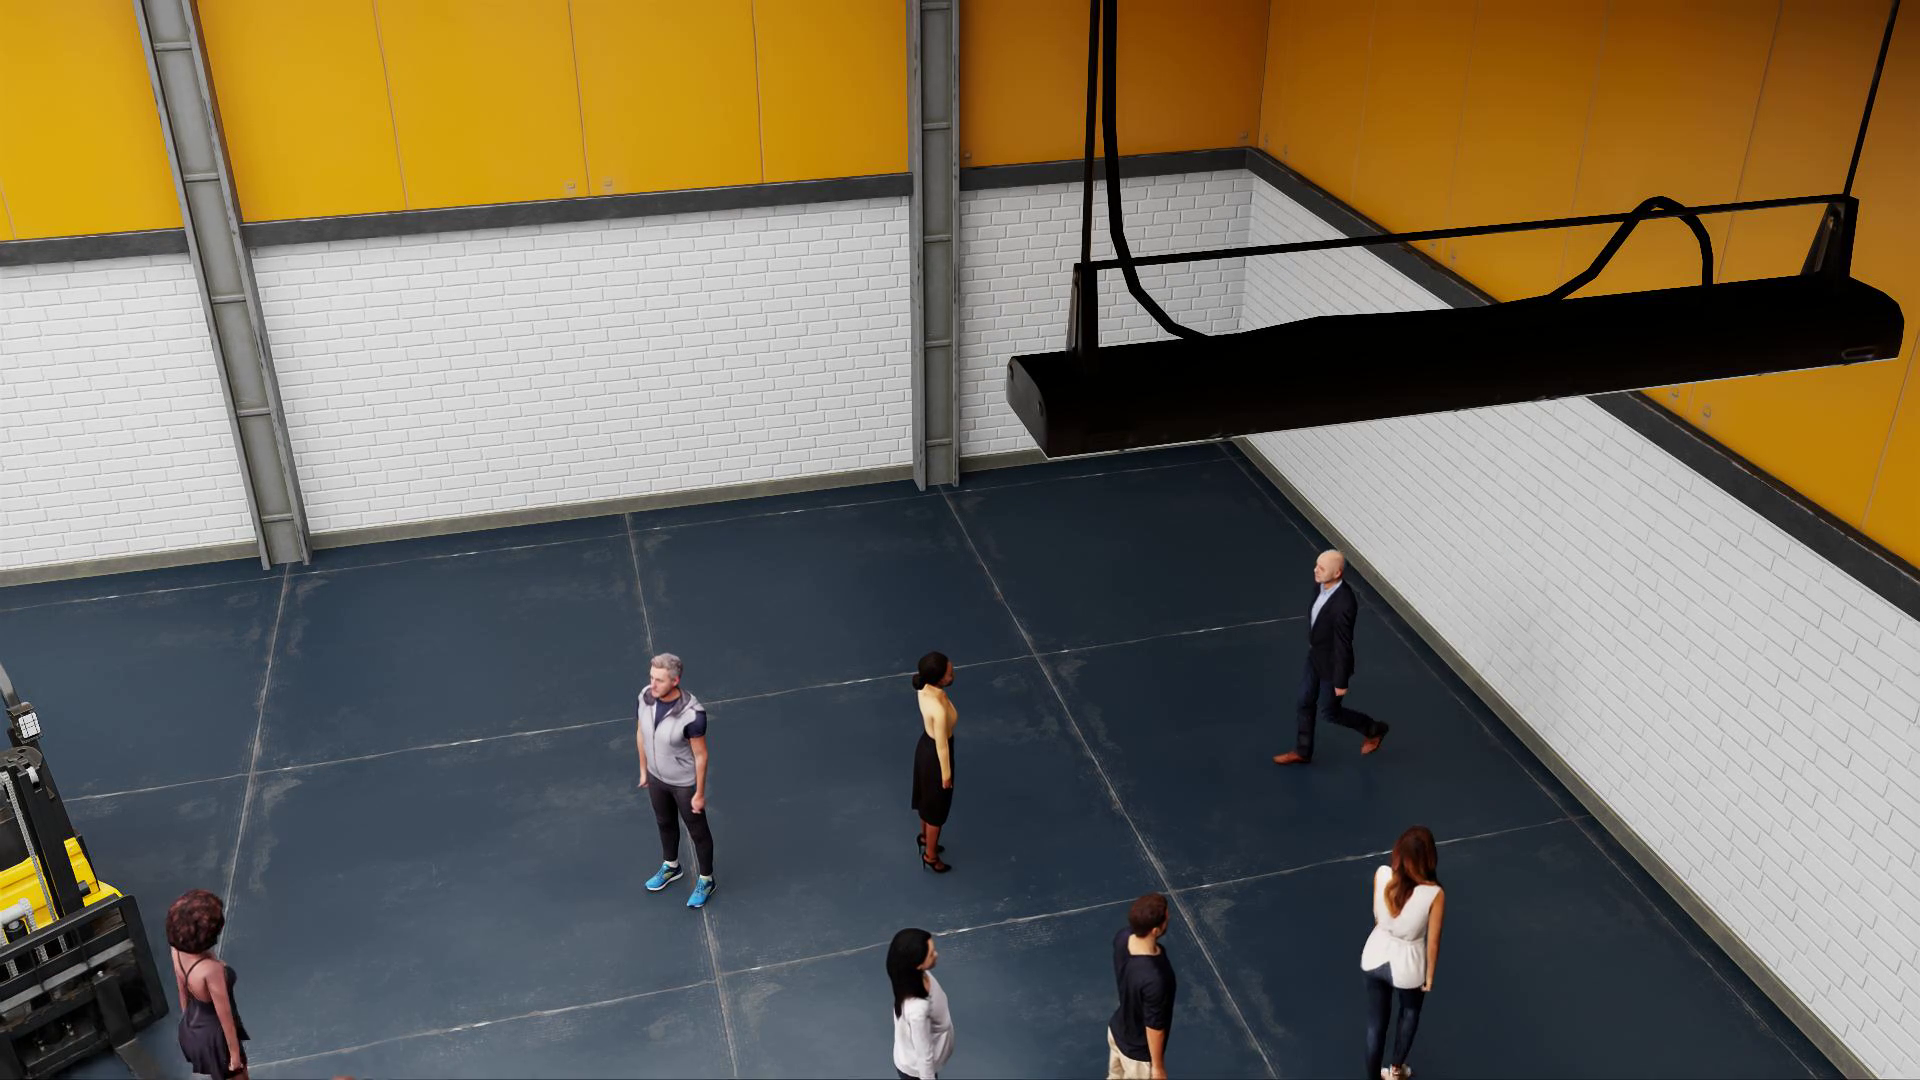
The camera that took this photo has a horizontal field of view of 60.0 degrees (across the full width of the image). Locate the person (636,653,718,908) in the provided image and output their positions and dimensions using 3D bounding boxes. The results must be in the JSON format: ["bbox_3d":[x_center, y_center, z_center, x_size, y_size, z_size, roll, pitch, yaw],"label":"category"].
[{"bbox_3d":[-1.802,1.497,10.580,0.757,1.830,0.818,15,32,26],"label":"person"}]

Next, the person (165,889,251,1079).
[{"bbox_3d":[-3.926,2.627,8.576,0.944,1.764,1.057,18,33,30],"label":"person"}]

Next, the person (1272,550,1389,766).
[{"bbox_3d":[2.692,0.861,11.802,1.064,1.777,0.750,-5,29,-8],"label":"person"}]

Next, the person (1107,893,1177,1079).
[{"bbox_3d":[0.905,2.576,8.579,0.555,1.851,0.643,-9,30,-15],"label":"person"}]

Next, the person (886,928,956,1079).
[{"bbox_3d":[-0.220,2.672,8.562,0.567,1.700,0.627,-5,29,-9],"label":"person"}]

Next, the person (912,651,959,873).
[{"bbox_3d":[-0.167,1.443,10.865,0.526,1.651,0.559,-9,30,-15],"label":"person"}]

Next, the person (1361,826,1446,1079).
[{"bbox_3d":[2.331,2.366,9.049,0.721,1.770,0.781,17,33,29],"label":"person"}]
